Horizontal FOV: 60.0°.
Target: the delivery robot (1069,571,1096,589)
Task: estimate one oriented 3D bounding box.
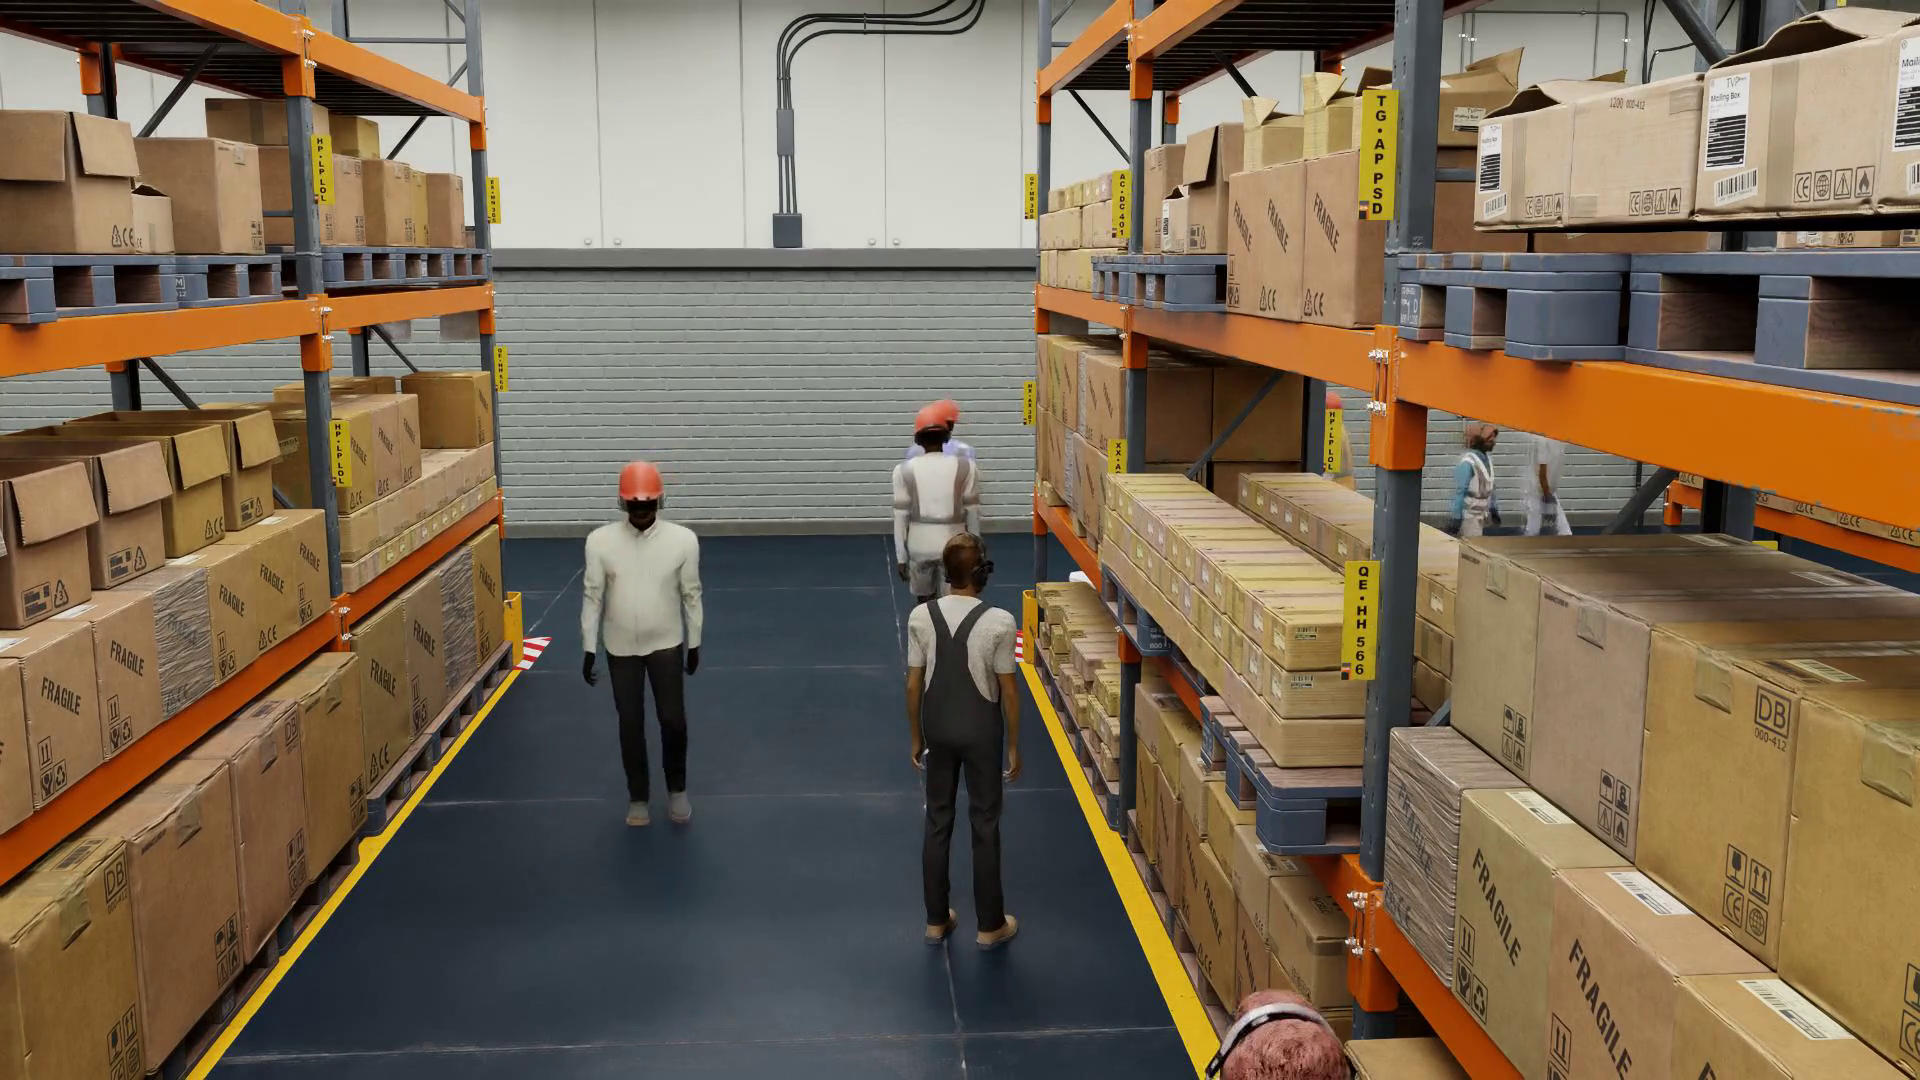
[{"bbox_3d":[1.196,0.406,13.645,0.477,0.478,0.707,-5,11,-28],"label":"delivery robot"}]

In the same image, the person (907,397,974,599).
[{"bbox_3d":[-0.159,-0.191,13.440,0.556,1.921,0.401,0,10,-1],"label":"person"}]

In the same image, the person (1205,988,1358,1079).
[{"bbox_3d":[0.506,1.643,2.698,0.676,1.891,0.431,-1,10,-3],"label":"person"}]

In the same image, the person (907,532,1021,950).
[{"bbox_3d":[0.019,0.884,7.320,0.513,1.842,0.325,3,10,19],"label":"person"}]

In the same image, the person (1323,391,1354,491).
[{"bbox_3d":[3.261,-0.379,14.640,0.457,1.884,0.583,3,10,16],"label":"person"}]

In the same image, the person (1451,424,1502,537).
[{"bbox_3d":[4.431,-0.194,14.323,0.406,1.620,0.549,7,12,36],"label":"person"}]

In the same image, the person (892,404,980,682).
[{"bbox_3d":[-0.165,0.066,11.636,0.622,2.020,0.788,0,10,0],"label":"person"}]

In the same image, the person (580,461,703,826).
[{"bbox_3d":[-1.689,0.562,8.834,0.638,1.977,0.478,-1,10,-6],"label":"person"}]

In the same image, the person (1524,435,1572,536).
[{"bbox_3d":[5.273,-0.371,14.735,0.806,1.831,0.592,8,13,40],"label":"person"}]
